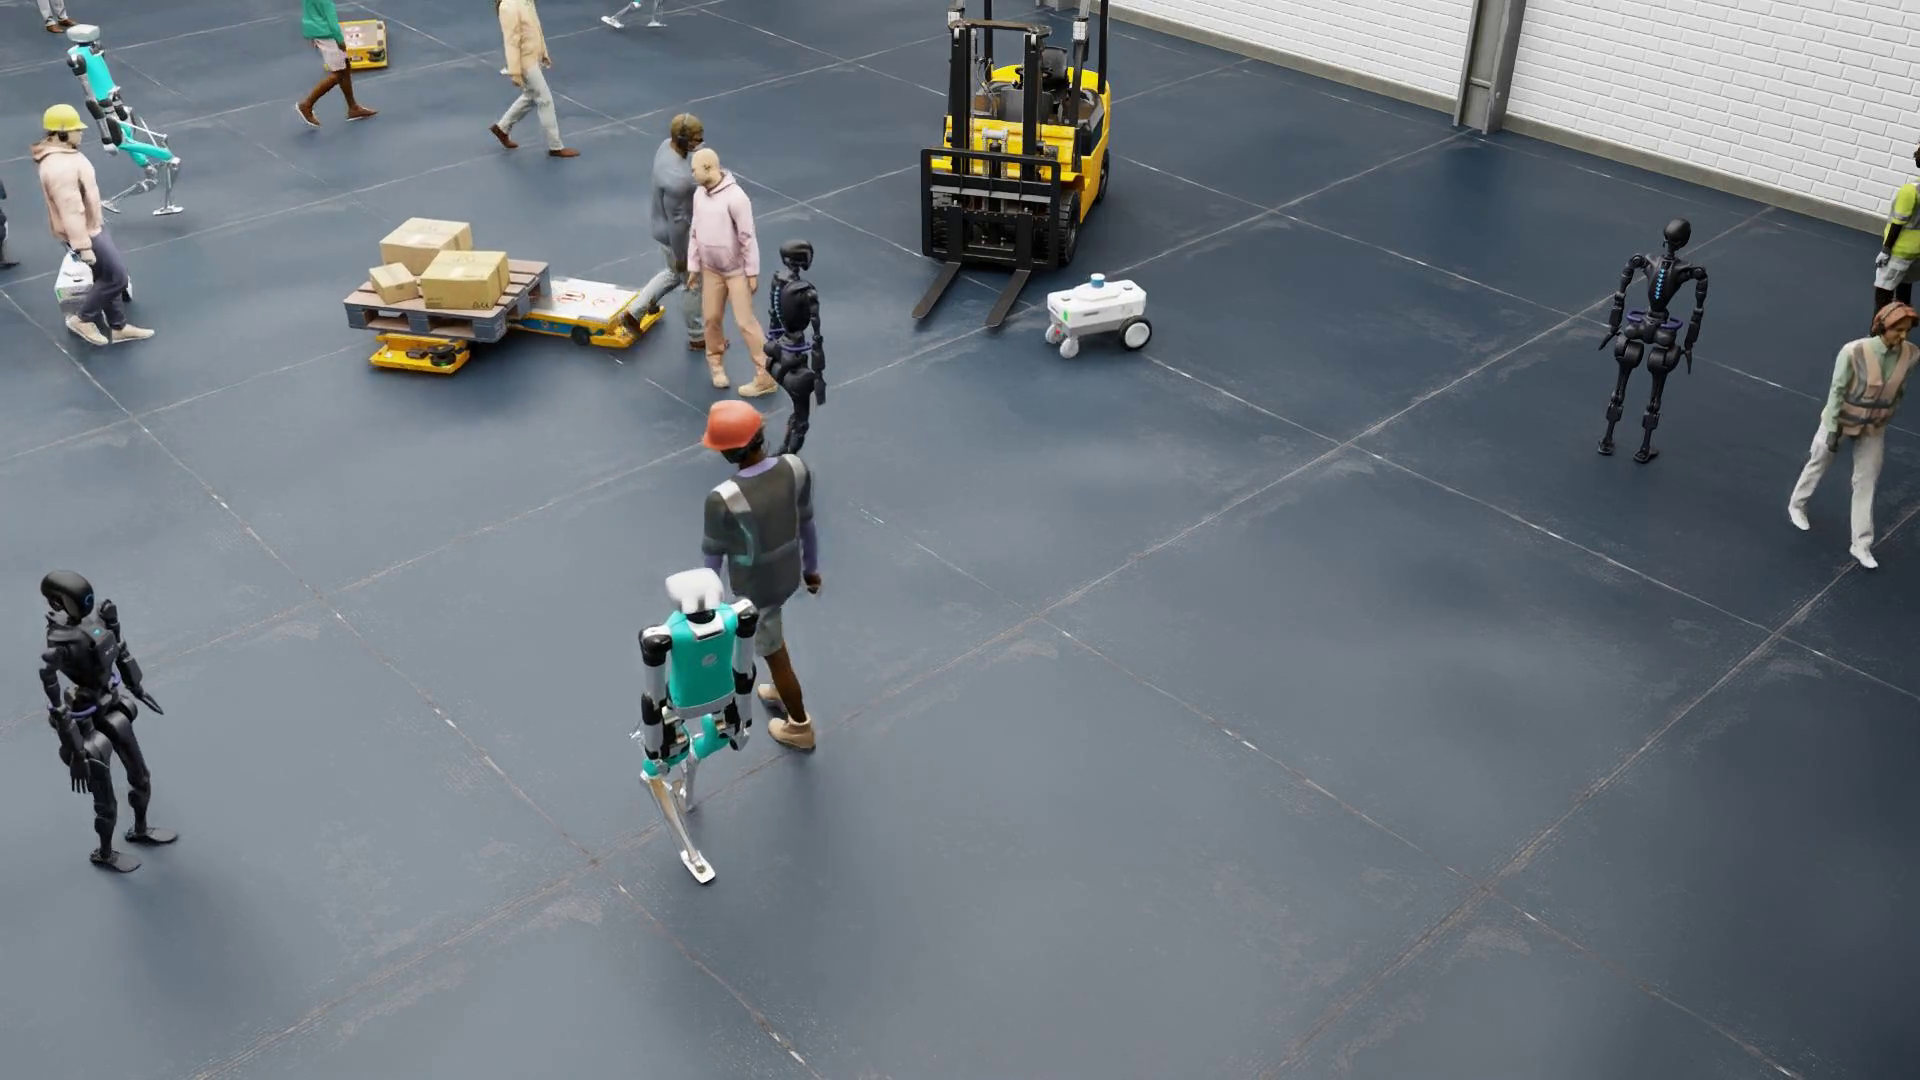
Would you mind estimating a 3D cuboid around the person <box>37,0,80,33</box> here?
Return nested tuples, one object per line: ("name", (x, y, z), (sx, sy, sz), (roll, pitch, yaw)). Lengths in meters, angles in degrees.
("person", (-10.659, -6.747, 19.272), (0.331, 1.651, 0.470), (6, 34, 10))

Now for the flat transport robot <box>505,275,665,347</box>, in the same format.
("flat transport robot", (-3.088, -1.793, 12.929), (1.431, 0.231, 0.659), (10, 34, 15))

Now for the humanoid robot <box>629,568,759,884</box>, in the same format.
("humanoid robot", (-1.290, 0.787, 7.669), (0.542, 1.838, 0.898), (-19, 37, -26))

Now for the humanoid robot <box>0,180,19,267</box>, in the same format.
("humanoid robot", (-8.052, -2.985, 13.481), (0.589, 1.645, 0.335), (10, 34, 14))

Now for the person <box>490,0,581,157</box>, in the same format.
("person", (-4.124, -4.533, 15.699), (0.830, 1.847, 0.560), (1, 33, 1))

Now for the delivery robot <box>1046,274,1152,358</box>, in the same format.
("delivery robot", (1.032, -1.727, 12.540), (0.750, 0.568, 0.499), (-12, 35, -18))

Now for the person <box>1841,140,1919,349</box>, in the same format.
("person", (6.904, -2.134, 12.149), (0.528, 1.693, 0.320), (-19, 38, -27))

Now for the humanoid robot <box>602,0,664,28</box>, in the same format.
("humanoid robot", (-3.722, -6.630, 19.052), (1.036, 1.750, 0.541), (15, 36, 22))

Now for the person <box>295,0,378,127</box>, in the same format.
("person", (-6.310, -4.999, 16.432), (0.728, 1.821, 0.492), (-18, 37, -25))

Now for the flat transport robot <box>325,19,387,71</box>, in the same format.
("flat transport robot", (-6.830, -5.602, 18.783), (0.659, 0.231, 1.431), (-9, 34, -14))

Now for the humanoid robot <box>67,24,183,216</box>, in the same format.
("humanoid robot", (-7.105, -3.536, 14.247), (0.991, 1.732, 0.561), (-3, 33, -4))

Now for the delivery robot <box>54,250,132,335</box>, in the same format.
("delivery robot", (-6.795, -1.981, 12.948), (0.499, 0.587, 0.769), (-10, 34, -15))

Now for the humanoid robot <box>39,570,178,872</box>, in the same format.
("humanoid robot", (-3.974, 0.816, 7.643), (0.418, 1.639, 0.586), (4, 33, 6))

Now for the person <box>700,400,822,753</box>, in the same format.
("person", (-1.019, 0.180, 8.309), (0.720, 2.002, 0.616), (24, 40, 32))

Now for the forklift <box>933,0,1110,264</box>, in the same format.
("forklift", (0.570, -3.725, 14.138), (1.214, 2.155, 2.313), (9, 34, 13))

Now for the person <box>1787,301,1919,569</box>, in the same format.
("person", (5.396, -0.661, 9.966), (0.515, 1.601, 0.742), (0, 33, 0))

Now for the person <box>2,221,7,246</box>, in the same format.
("person", (-8.353, -3.273, 13.721), (0.674, 1.884, 0.617), (6, 33, 9))

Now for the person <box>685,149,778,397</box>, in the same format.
("person", (-1.602, -1.888, 11.730), (0.627, 1.736, 0.465), (19, 37, 26))

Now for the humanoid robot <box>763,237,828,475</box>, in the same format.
("humanoid robot", (-1.072, -1.146, 10.647), (0.359, 1.645, 0.591), (-23, 39, -31))

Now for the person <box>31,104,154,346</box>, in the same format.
("person", (-6.436, -2.267, 12.212), (0.479, 1.844, 0.857), (-12, 35, -18))

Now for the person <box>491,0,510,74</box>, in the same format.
("person", (-4.850, -5.814, 17.746), (0.519, 1.758, 0.347), (26, 41, 34))

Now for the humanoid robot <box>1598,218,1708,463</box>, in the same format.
("humanoid robot", (4.511, -1.316, 10.892), (0.599, 1.657, 0.315), (19, 38, 27))

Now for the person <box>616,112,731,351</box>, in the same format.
("person", (-2.138, -2.190, 12.057), (0.748, 1.894, 0.687), (-6, 34, -9))

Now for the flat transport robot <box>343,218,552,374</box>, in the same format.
("flat transport robot", (-3.878, -1.689, 12.768), (0.659, 0.231, 1.431), (7, 34, 11))
